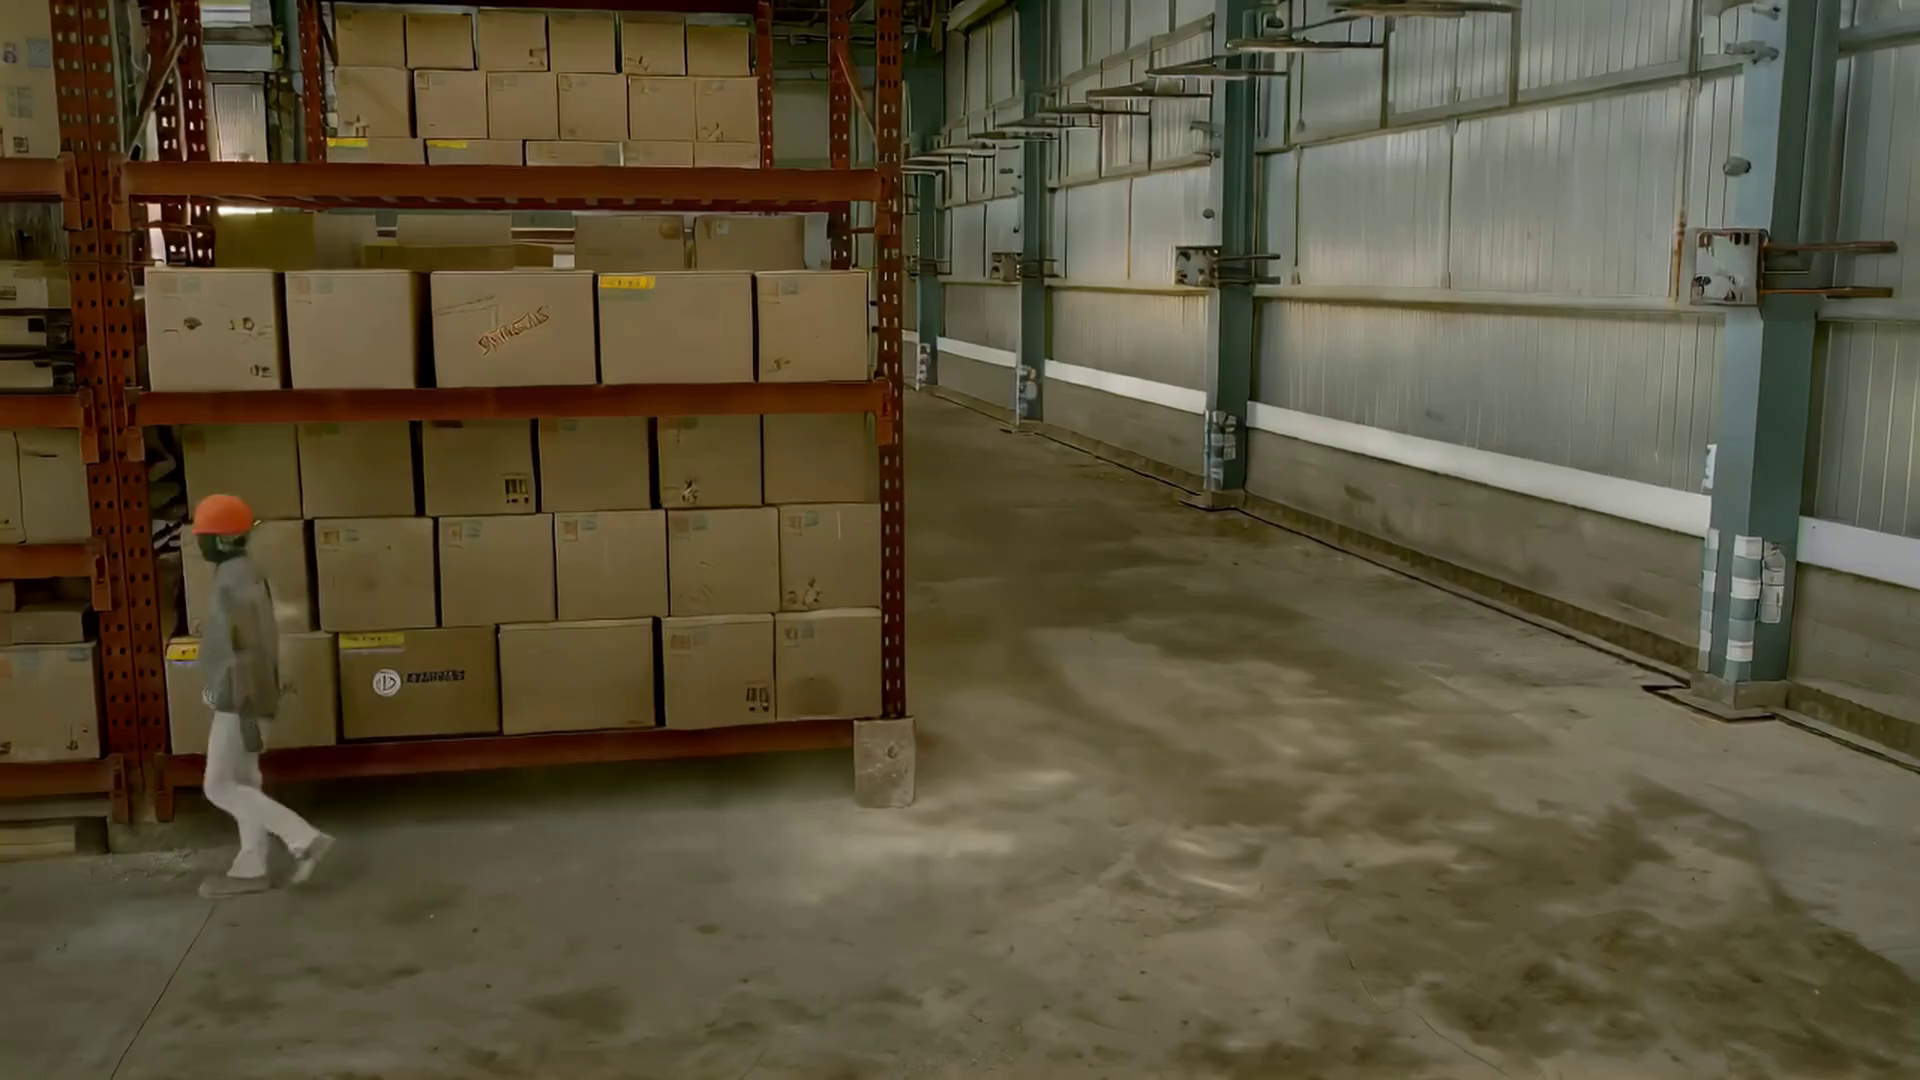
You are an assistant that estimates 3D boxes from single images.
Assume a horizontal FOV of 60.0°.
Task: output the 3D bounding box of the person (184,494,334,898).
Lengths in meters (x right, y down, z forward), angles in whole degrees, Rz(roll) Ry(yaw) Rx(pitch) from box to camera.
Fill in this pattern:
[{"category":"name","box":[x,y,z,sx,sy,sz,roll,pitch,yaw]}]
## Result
[{"category":"person","box":[-3.378,0.755,7.944,0.532,1.978,0.620,-2,10,-12]}]
